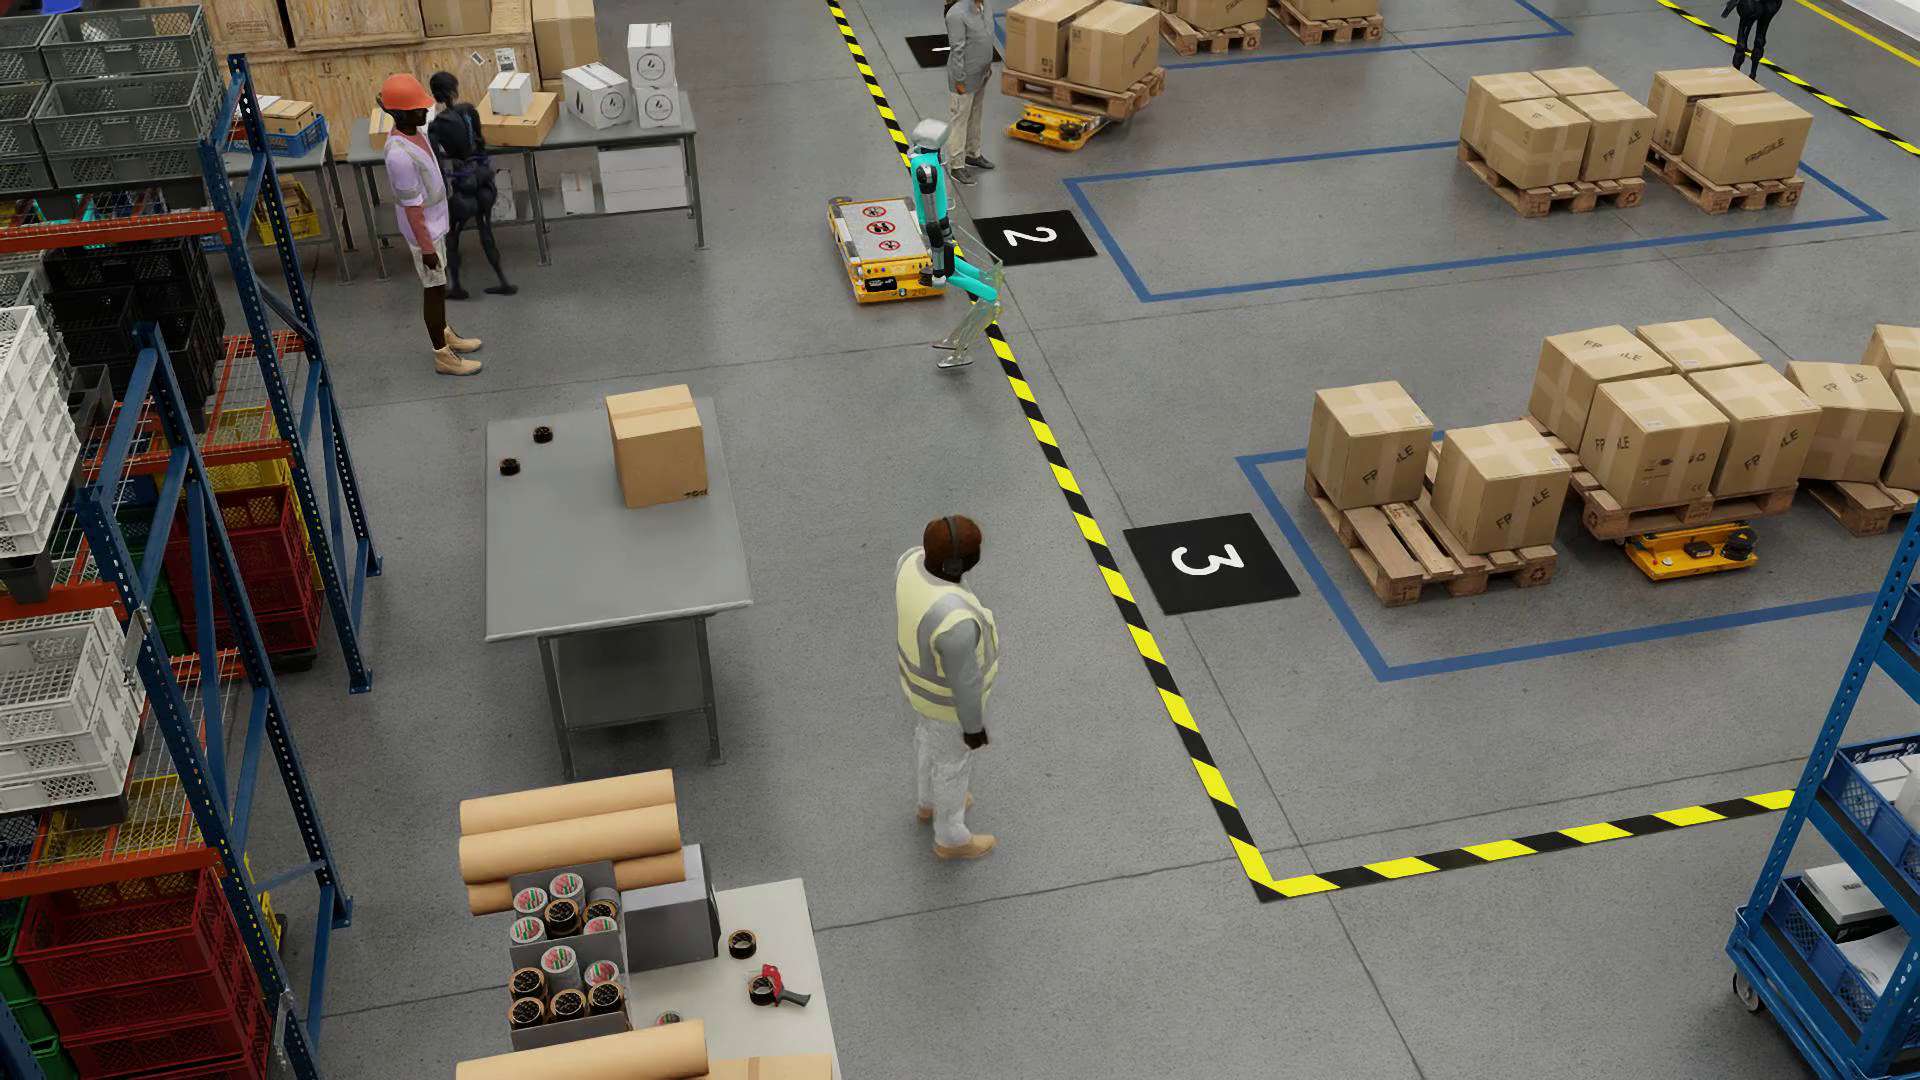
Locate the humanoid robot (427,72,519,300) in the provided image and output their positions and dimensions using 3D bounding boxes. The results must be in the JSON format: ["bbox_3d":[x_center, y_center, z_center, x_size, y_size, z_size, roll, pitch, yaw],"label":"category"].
[{"bbox_3d":[-3.506,-2.496,11.748,0.553,1.638,0.605,13,39,17],"label":"humanoid robot"}]

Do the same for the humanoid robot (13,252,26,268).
[{"bbox_3d":[-6.264,-1.818,10.765,0.537,1.738,0.968,17,40,21],"label":"humanoid robot"}]

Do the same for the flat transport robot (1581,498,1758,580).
[{"bbox_3d":[4.062,-0.294,9.926,0.652,0.197,1.431,-8,37,-10],"label":"flat transport robot"}]

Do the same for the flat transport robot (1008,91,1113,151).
[{"bbox_3d":[1.058,-3.837,14.688,0.652,0.197,1.431,20,41,24],"label":"flat transport robot"}]

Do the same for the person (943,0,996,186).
[{"bbox_3d":[0.069,-3.768,13.359,0.398,1.769,0.563,17,40,22],"label":"person"}]

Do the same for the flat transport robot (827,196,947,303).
[{"bbox_3d":[-0.570,-2.220,12.538,0.659,0.231,1.431,-8,37,-10],"label":"flat transport robot"}]

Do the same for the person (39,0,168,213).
[{"bbox_3d":[-6.417,-3.209,12.480,0.620,1.933,0.436,30,46,34],"label":"person"}]

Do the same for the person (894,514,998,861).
[{"bbox_3d":[-0.047,0.656,7.358,0.429,1.842,0.631,-14,39,-18],"label":"person"}]

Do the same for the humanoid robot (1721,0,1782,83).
[{"bbox_3d":[7.166,-4.881,14.924,0.599,1.653,0.315,-15,39,-19],"label":"humanoid robot"}]

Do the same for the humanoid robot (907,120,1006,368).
[{"bbox_3d":[0.035,-1.906,10.773,0.735,1.677,0.533,-2,37,-2],"label":"humanoid robot"}]

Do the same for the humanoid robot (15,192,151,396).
[{"bbox_3d":[-5.264,-1.404,10.126,0.532,1.691,0.721,-14,39,-18],"label":"humanoid robot"}]

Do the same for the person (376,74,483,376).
[{"bbox_3d":[-3.443,-2.039,10.810,0.376,2.043,0.606,-7,37,-9],"label":"person"}]
